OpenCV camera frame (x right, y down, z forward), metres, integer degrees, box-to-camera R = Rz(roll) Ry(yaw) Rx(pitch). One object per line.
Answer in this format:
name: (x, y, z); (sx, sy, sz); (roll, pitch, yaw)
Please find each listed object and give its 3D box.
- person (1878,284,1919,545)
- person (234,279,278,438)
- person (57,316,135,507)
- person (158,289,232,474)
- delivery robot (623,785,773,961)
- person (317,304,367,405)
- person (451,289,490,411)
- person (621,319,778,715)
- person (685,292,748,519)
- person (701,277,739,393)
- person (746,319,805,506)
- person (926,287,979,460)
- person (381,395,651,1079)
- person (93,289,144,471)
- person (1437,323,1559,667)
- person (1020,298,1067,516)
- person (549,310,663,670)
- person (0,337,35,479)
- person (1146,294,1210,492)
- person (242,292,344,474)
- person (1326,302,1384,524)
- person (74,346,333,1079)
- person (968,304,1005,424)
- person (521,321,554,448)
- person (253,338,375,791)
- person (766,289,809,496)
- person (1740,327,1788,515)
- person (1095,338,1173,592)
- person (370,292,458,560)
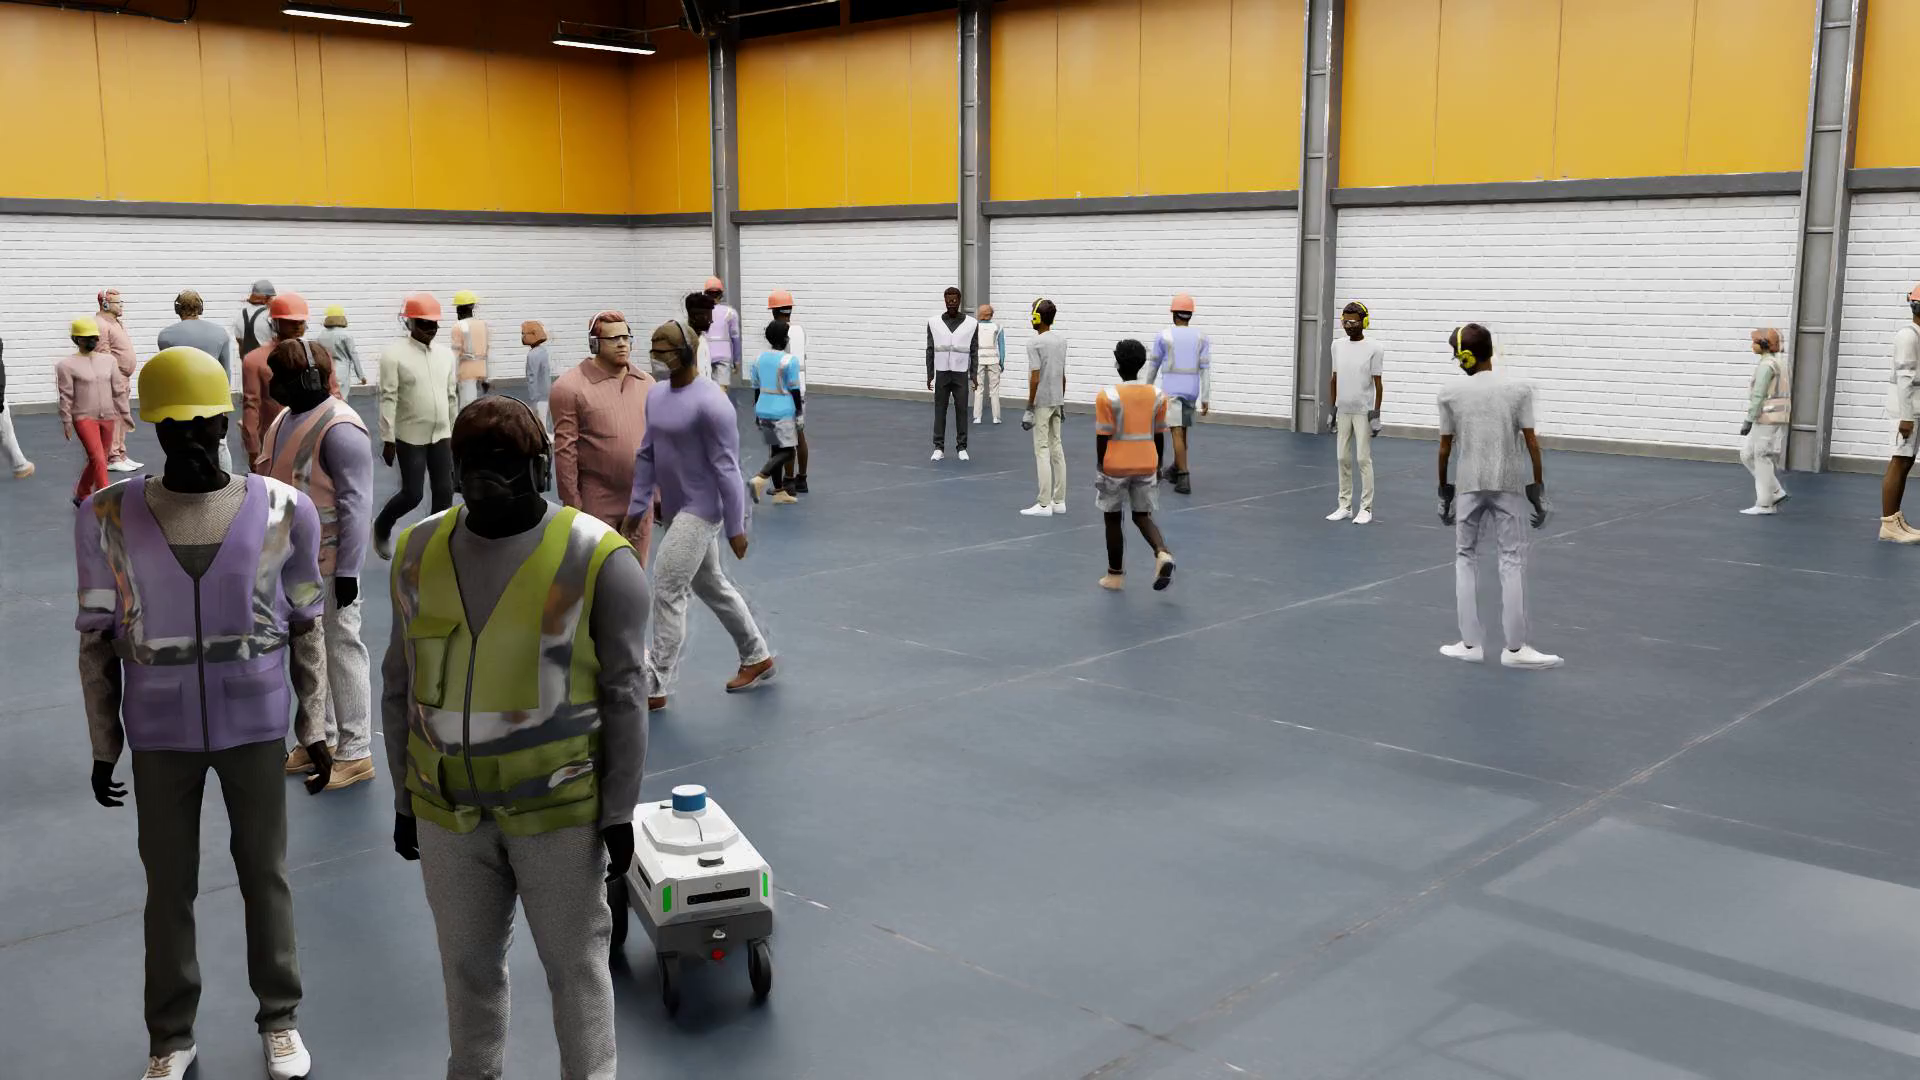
person: (7.410, -0.990, 12.902); (0.393, 2.036, 0.605); (7, 12, 38)
person: (-8.344, -2.126, 19.848); (0.684, 2.000, 0.852); (4, 10, 26)
person: (-7.376, -1.037, 14.122); (0.873, 1.728, 0.535); (5, 11, 28)
person: (-6.756, -1.240, 14.727); (0.376, 1.940, 0.627); (8, 12, 39)
delivery robot: (-0.813, 0.985, 5.028); (0.477, 0.478, 0.707); (-4, 10, -22)
person: (-7.329, -1.933, 19.725); (0.484, 1.701, 0.854); (4, 10, 25)
person: (-5.446, -1.851, 18.601); (0.882, 1.899, 0.595); (3, 10, 18)
person: (-1.281, -0.127, 8.074); (0.988, 1.891, 0.616); (-6, 11, -34)
person: (-2.144, -1.077, 13.750); (0.903, 1.916, 0.647); (4, 10, 23)
person: (-3.093, -2.282, 20.892); (0.646, 2.004, 0.989); (-2, 10, -15)
person: (-1.671, -1.105, 14.684); (0.539, 1.675, 0.641); (8, 12, 40)
person: (-0.084, -1.844, 18.491); (0.587, 1.920, 0.392); (0, 9, 1)
person: (-1.016, 0.595, 3.771); (0.625, 1.846, 0.429); (1, 9, 9)
person: (-8.873, -1.676, 17.497); (0.407, 1.908, 0.641); (-2, 10, -14)
person: (2.907, -0.238, 8.926); (0.704, 1.832, 0.384); (3, 10, 18)
person: (0.720, -1.136, 14.298); (0.331, 1.872, 0.513); (8, 12, 40)
person: (-1.777, -0.224, 8.594); (0.407, 1.910, 0.638); (9, 13, 43)
person: (-9.690, -1.441, 16.466); (0.629, 1.784, 0.962); (1, 9, 4)
person: (2.113, -1.419, 16.034); (0.550, 1.882, 1.025); (-2, 10, -14)
person: (-4.236, -0.610, 10.782); (0.851, 1.962, 0.623); (7, 12, 38)
person: (3.287, -1.050, 13.858); (0.366, 1.849, 0.493); (-9, 13, -43)
person: (-1.921, 0.471, 4.266); (0.585, 1.928, 0.370); (-4, 10, -21)
person: (0.354, -2.390, 22.701); (0.517, 1.636, 0.313); (0, 9, 1)
person: (-4.124, -1.384, 16.623); (0.632, 1.617, 0.508); (0, 9, -1)
person: (-2.660, 0.095, 6.840); (0.633, 1.842, 0.429); (8, 12, 42)
person: (-1.642, -1.377, 15.582); (0.376, 1.934, 0.547); (5, 10, 27)
person: (6.903, -1.012, 14.308); (0.361, 1.624, 0.513); (5, 10, 27)
person: (1.126, -0.463, 10.763); (0.535, 1.678, 0.599); (-4, 10, -24)
person: (-3.804, -0.737, 11.574); (0.736, 1.969, 0.650); (6, 11, 33)
